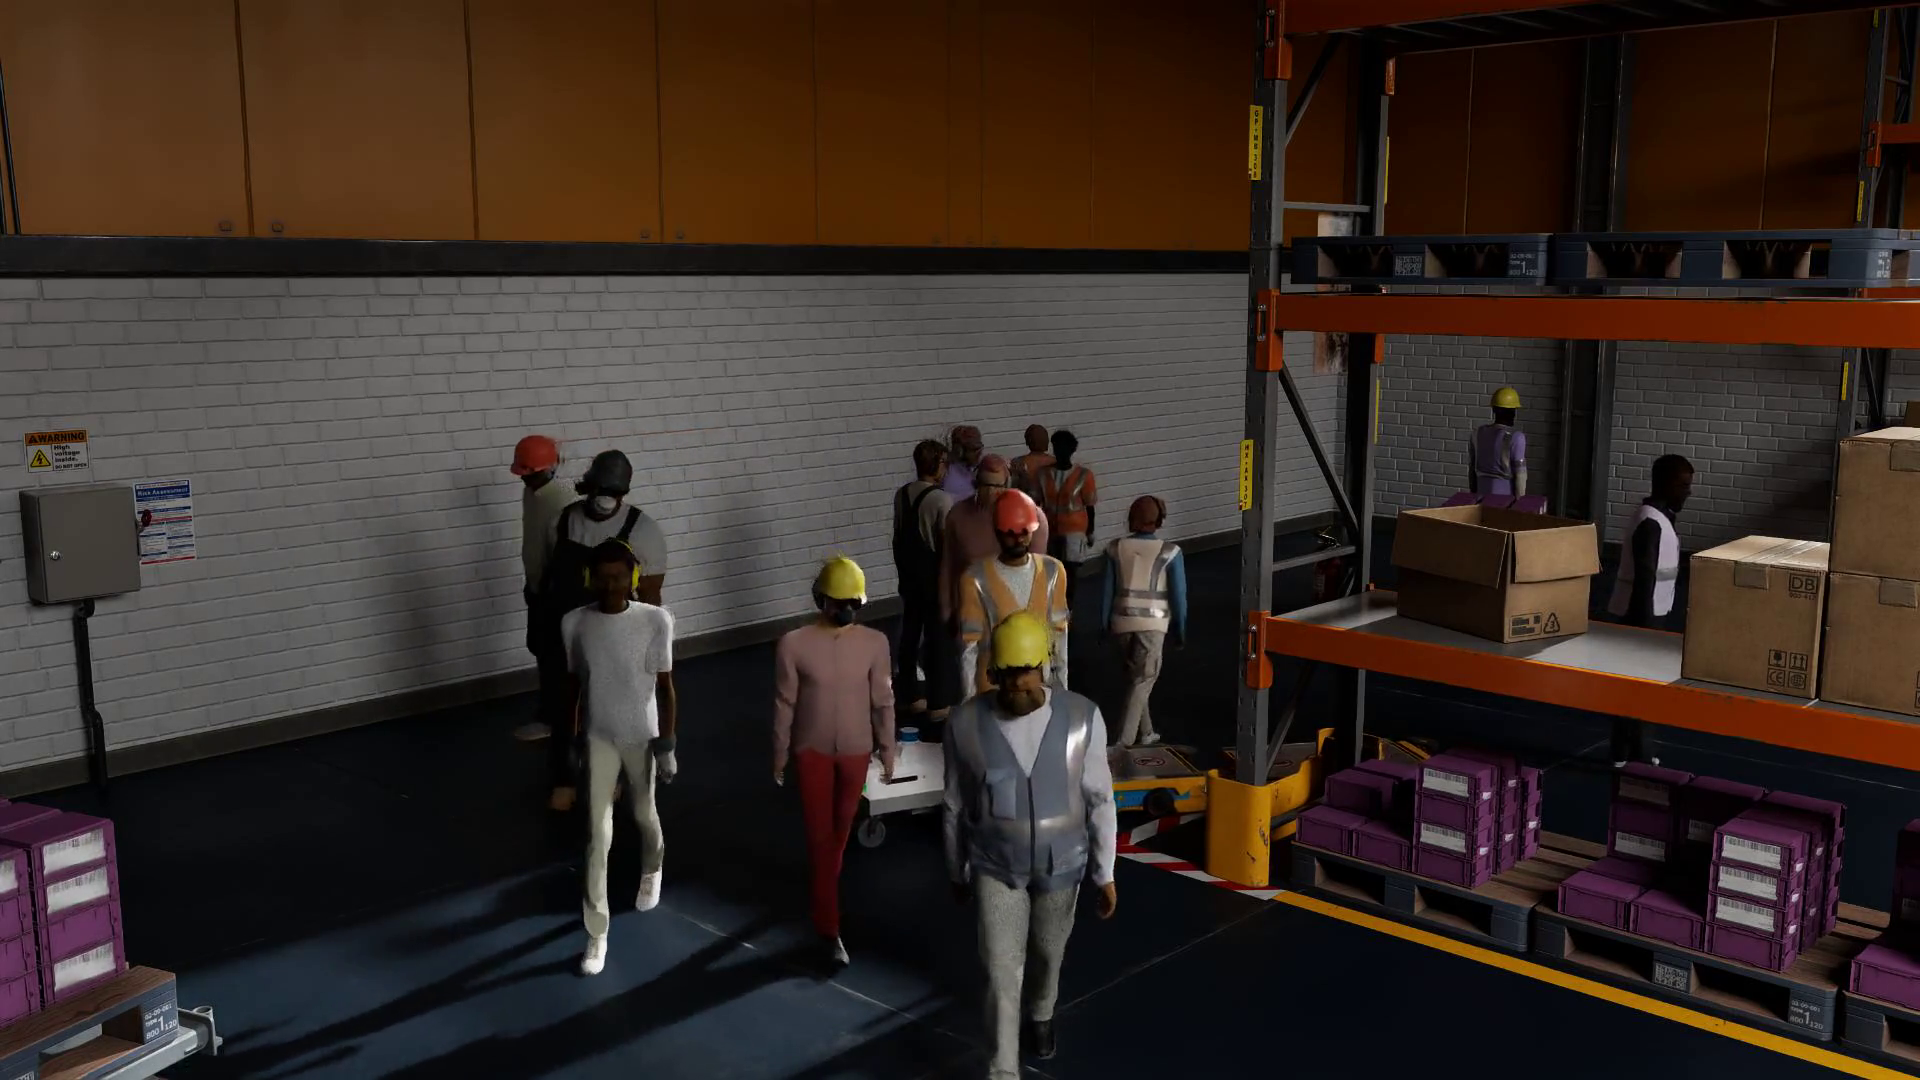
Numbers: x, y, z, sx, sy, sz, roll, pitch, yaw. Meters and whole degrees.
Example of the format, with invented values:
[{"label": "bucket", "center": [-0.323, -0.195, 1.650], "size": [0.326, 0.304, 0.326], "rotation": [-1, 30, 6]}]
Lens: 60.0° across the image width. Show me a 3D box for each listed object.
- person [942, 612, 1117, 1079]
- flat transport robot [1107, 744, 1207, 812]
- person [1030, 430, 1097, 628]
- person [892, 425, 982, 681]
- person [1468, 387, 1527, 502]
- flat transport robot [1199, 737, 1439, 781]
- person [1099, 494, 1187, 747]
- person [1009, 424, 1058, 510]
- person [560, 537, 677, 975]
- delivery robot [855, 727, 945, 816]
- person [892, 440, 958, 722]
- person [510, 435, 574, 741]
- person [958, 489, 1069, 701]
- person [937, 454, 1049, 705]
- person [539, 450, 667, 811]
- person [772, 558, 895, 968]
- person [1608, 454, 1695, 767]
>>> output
[{"label": "person", "center": [0.238, 1.110, 5.894], "size": [0.597, 1.793, 0.927], "rotation": [-1, 9, -4]}, {"label": "flat transport robot", "center": [0.693, 1.332, 9.155], "size": [1.431, 0.197, 0.652], "rotation": [-2, 9, -11]}, {"label": "person", "center": [0.846, -0.081, 13.594], "size": [0.529, 1.652, 0.874], "rotation": [4, 10, 23]}, {"label": "person", "center": [-0.039, 0.109, 11.824], "size": [0.976, 1.857, 0.671], "rotation": [2, 9, 11]}, {"label": "person", "center": [4.695, -0.365, 14.499], "size": [0.366, 1.927, 0.585], "rotation": [-6, 11, -32]}, {"label": "flat transport robot", "center": [2.109, 1.310, 9.292], "size": [1.431, 0.197, 0.652], "rotation": [-2, 9, -11]}, {"label": "person", "center": [1.064, 0.537, 9.968], "size": [0.524, 1.601, 0.827], "rotation": [5, 11, 30]}, {"label": "person", "center": [0.648, -0.170, 14.213], "size": [0.519, 1.633, 0.311], "rotation": [-3, 10, -17]}, {"label": "person", "center": [-1.485, 0.865, 7.324], "size": [0.515, 1.823, 0.963], "rotation": [0, 9, -3]}, {"label": "delivery robot", "center": [-0.262, 1.221, 8.684], "size": [0.707, 0.478, 0.477], "rotation": [-5, 10, -26]}, {"label": "person", "center": [-0.217, 0.266, 10.892], "size": [0.516, 1.839, 0.329], "rotation": [9, 13, 42]}, {"label": "person", "center": [-2.503, 0.289, 10.418], "size": [0.667, 1.946, 0.685], "rotation": [-6, 11, -33]}, {"label": "person", "center": [0.248, 0.688, 8.066], "size": [0.557, 1.920, 0.556], "rotation": [-3, 10, -18]}, {"label": "person", "center": [0.208, 0.414, 9.863], "size": [0.724, 1.880, 0.527], "rotation": [3, 10, 19]}, {"label": "person", "center": [-1.945, 0.472, 9.017], "size": [0.722, 2.000, 0.627], "rotation": [0, 9, 3]}, {"label": "person", "center": [-0.560, 0.915, 7.319], "size": [0.544, 1.714, 0.909], "rotation": [-3, 10, -17]}, {"label": "person", "center": [3.981, 0.449, 9.609], "size": [0.435, 1.905, 0.607], "rotation": [5, 10, 26]}]
